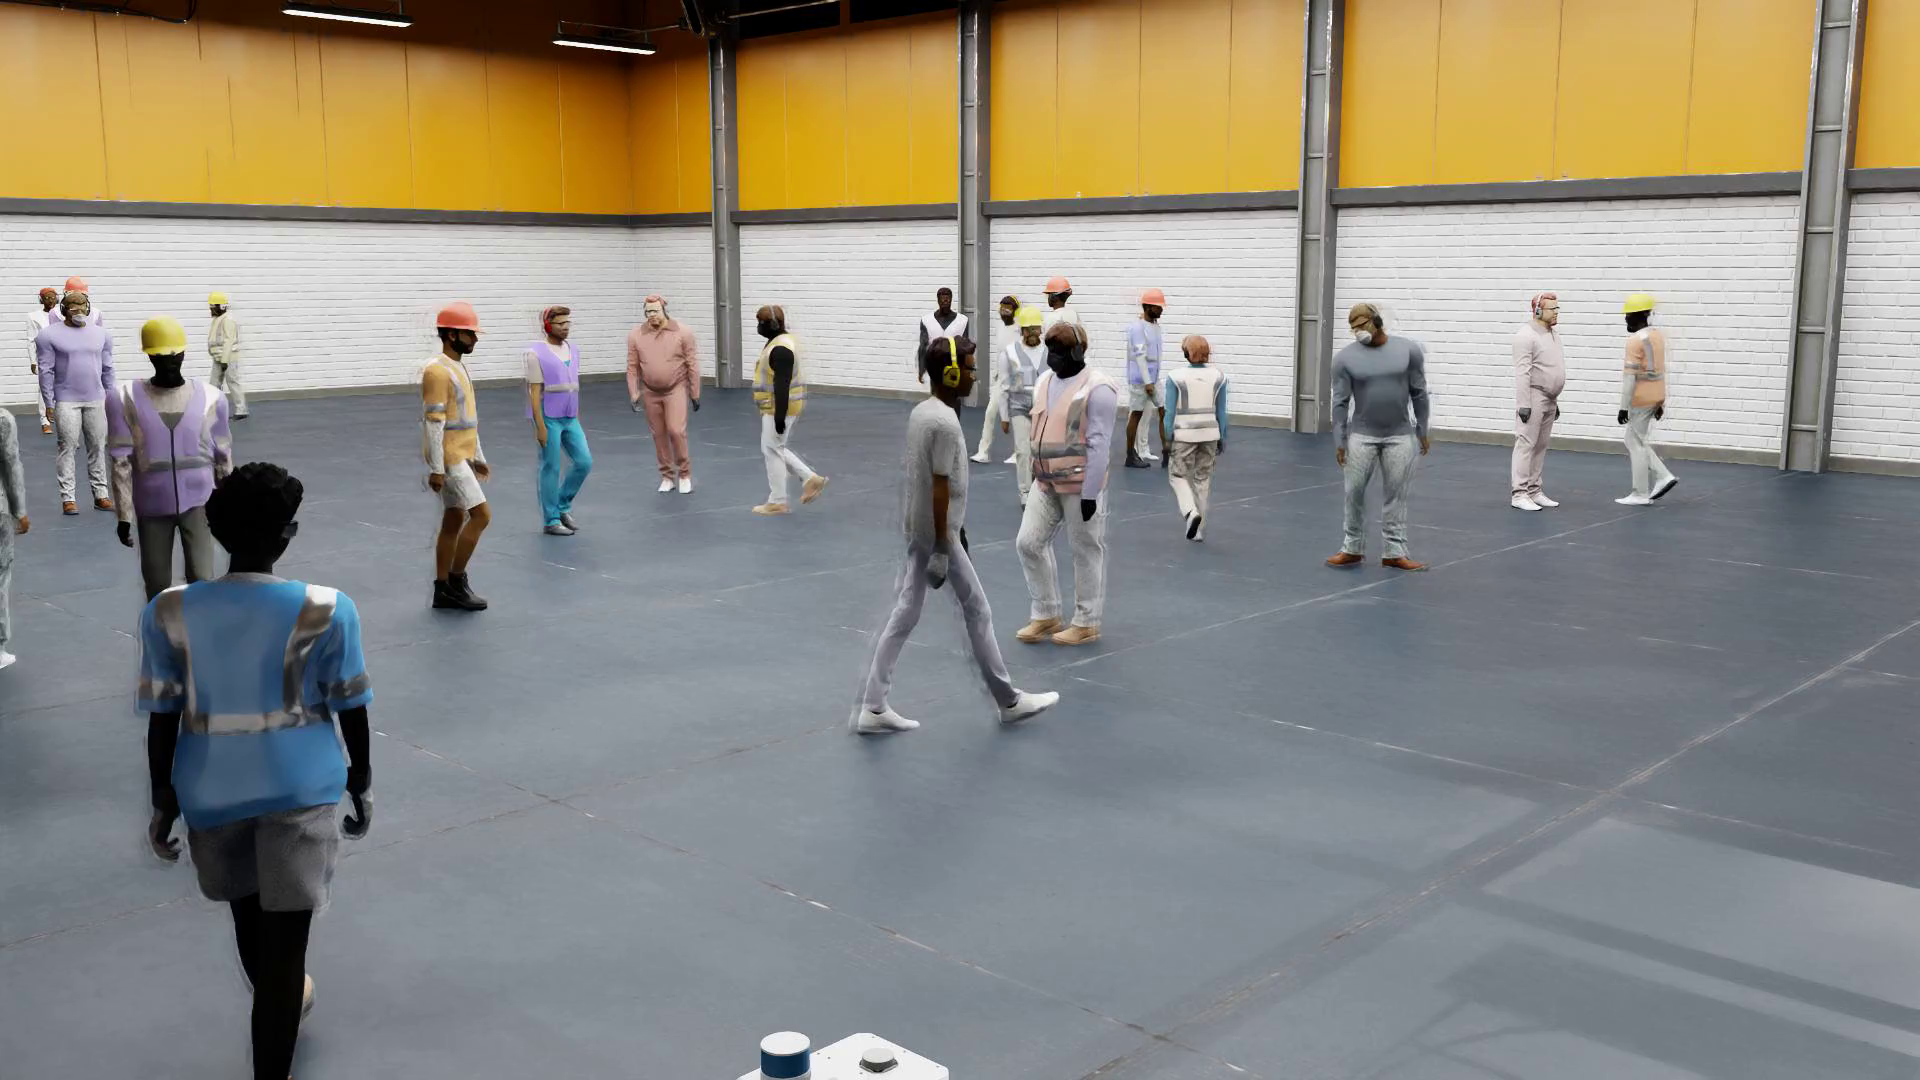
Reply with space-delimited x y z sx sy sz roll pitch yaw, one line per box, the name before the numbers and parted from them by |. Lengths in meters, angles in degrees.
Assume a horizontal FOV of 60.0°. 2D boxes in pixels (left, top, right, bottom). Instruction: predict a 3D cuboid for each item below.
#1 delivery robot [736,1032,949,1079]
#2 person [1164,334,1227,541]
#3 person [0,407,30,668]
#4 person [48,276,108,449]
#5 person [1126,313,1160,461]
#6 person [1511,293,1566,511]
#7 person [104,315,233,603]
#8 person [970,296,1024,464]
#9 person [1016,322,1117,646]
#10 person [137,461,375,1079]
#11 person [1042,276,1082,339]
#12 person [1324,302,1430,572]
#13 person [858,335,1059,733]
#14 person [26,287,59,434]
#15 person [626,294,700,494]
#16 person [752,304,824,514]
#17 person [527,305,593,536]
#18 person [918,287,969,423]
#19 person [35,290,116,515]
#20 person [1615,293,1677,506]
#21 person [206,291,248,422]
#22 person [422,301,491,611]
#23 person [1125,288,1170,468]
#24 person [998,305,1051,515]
delivery robot | -0.354 1.251 3.396 0.477 0.478 0.707 9 13 43
person | 1.832 -0.769 12.822 0.514 1.626 0.456 -2 9 -11
person | -5.160 -0.146 8.670 0.489 1.728 0.449 -2 9 -10
person | -10.406 -2.098 19.689 0.388 2.036 0.605 9 13 43
person | 2.032 -1.682 18.369 0.283 1.633 0.499 9 13 43
person | 5.131 -1.221 14.704 0.407 1.910 0.640 9 13 43
person | -4.034 -0.209 8.540 0.583 1.899 0.786 -5 11 -29
person | 0.474 -1.702 17.900 0.506 1.829 0.845 8 12 40
person | 0.545 -0.295 9.274 0.596 1.823 0.661 -7 12 -37
person | -1.737 0.623 4.183 0.538 1.641 0.901 -1 9 -6
person | 1.043 -1.785 17.743 0.378 2.045 0.605 6 11 34
person | 2.943 -0.703 11.610 0.723 1.897 0.374 1 9 7
person | -0.048 -0.019 7.601 0.967 1.819 0.536 -3 10 -20
person | -11.712 -2.314 21.485 0.355 1.883 0.574 9 13 43
person | -2.809 -1.367 15.694 0.663 1.879 0.605 1 9 6
person | -1.512 -1.114 14.320 0.548 1.821 0.651 -1 9 -7
person | -3.190 -0.940 13.199 0.456 1.830 0.602 5 10 26
person | -0.195 -2.045 19.766 0.608 1.899 0.502 0 9 1
person | -7.638 -1.193 14.450 0.372 1.936 0.627 9 13 43
person | 6.111 -1.253 14.914 0.495 1.909 0.598 8 12 40
person | -10.236 -2.508 22.903 0.752 1.799 0.622 -8 12 -42
person | -3.091 -0.511 10.320 0.523 1.917 0.541 -1 9 -8
person | 2.073 -1.687 17.548 0.807 1.904 0.558 8 12 40
person | 0.617 -1.133 14.456 0.604 1.811 0.616 -2 9 -12
